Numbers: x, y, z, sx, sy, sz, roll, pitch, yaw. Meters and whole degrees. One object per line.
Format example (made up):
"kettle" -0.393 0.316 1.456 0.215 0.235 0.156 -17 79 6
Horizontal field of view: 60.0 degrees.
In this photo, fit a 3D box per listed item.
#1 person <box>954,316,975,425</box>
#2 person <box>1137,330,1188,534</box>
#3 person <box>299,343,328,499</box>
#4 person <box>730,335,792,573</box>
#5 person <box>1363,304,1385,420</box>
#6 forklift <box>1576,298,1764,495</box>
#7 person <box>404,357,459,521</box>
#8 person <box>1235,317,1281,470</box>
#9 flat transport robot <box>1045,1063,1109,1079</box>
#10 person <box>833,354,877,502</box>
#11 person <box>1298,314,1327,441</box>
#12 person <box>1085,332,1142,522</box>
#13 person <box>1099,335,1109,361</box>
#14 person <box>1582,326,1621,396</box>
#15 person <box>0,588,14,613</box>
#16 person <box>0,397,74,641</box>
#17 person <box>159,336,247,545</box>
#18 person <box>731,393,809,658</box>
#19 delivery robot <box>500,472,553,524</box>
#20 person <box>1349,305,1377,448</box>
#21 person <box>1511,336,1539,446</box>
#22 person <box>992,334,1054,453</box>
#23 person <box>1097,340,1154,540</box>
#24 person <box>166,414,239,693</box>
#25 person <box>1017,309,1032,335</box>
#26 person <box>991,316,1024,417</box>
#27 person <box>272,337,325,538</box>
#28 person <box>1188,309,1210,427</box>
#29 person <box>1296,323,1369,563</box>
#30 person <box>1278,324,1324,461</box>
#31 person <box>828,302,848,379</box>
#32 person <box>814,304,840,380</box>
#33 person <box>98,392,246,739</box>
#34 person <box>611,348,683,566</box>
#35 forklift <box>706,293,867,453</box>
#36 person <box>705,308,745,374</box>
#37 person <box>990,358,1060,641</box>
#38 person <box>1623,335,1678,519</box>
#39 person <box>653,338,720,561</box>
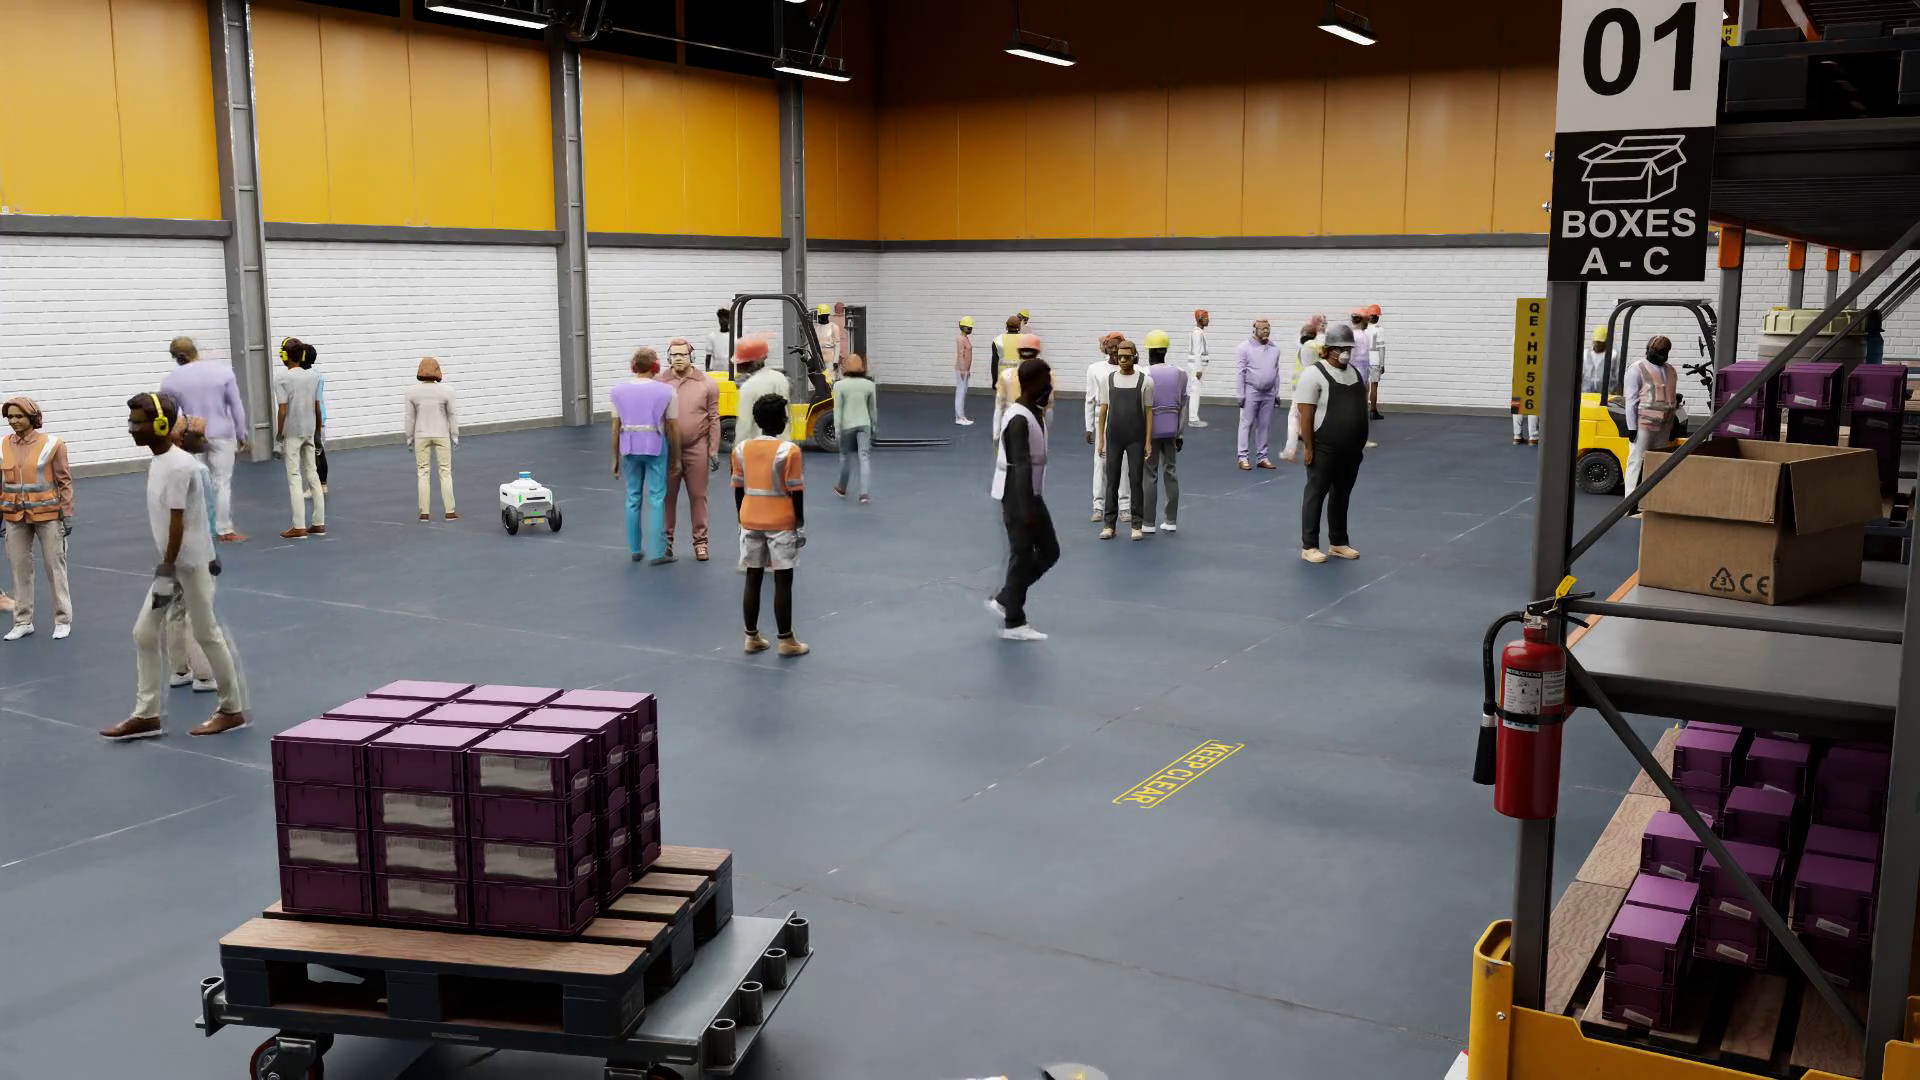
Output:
"person" 0.081 -2.749 27.058 0.327 1.761 0.522 2 9 10
"person" 1.866 -1.017 15.715 0.587 1.930 0.359 -4 10 -25
"person" -7.115 -1.300 18.209 0.318 1.697 0.535 -1 9 -4
"person" -1.609 -0.706 13.707 0.390 1.954 0.726 6 11 31
"person" 6.937 -2.997 28.048 0.362 1.935 0.553 -8 12 -42
"forklift" 7.954 -1.589 18.462 2.313 2.155 1.214 5 11 30
"person" -5.235 -0.996 16.507 0.507 1.631 0.265 -2 9 -12
"person" 3.753 -1.829 20.851 0.637 1.911 0.403 -4 10 -23
"flat transport robot" -0.153 1.659 4.173 1.431 0.197 0.652 -4 10 -24
"person" -1.139 -1.217 18.024 0.519 1.584 0.875 -3 10 -20
"person" 5.243 -2.369 24.337 0.850 1.876 0.642 -2 9 -15
"person" 1.524 -1.116 16.482 0.581 1.882 0.351 0 9 2
"person" 2.007 -1.933 22.360 0.315 1.630 0.529 1 9 5
"person" 8.798 -2.077 22.894 0.609 1.767 1.002 7 11 35
"person" -7.209 -0.441 11.849 0.838 2.020 0.625 -6 11 -35
"person" -6.212 -0.140 11.144 0.523 1.638 0.311 -1 9 -6
"person" -6.801 -0.873 14.950 0.716 1.897 0.377 -3 10 -18
"person" -1.215 -0.094 10.667 0.538 1.698 0.320 5 10 28
"delivery robot" -4.154 -0.409 15.904 0.477 0.478 0.707 -5 11 -30
"person" 5.480 -2.280 23.353 0.812 2.015 0.671 -2 9 -13
"person" 8.161 -2.310 23.755 0.364 1.939 0.636 -6 11 -33
"person" 0.611 -1.034 16.005 0.568 1.883 0.867 3 10 18
"person" 1.521 -0.916 15.345 0.514 1.845 0.338 2 9 13
"person" -4.524 0.079 9.786 0.523 1.636 0.311 7 11 36
"person" 1.220 -3.600 32.371 0.522 1.760 0.330 7 12 38
"person" 0.771 -2.337 24.229 0.636 1.842 0.429 0 9 2
"person" -6.163 -0.947 15.465 0.314 1.869 0.536 5 10 29
"person" 3.836 -2.762 26.744 0.337 1.882 0.584 1 9 8
"person" 3.224 -0.829 14.195 0.688 2.000 0.536 -6 11 -31
"person" 4.512 -1.919 21.806 0.679 1.793 0.703 7 11 36
"person" -2.332 -3.675 32.383 0.654 1.904 0.407 0 9 0
"person" -2.363 -3.196 29.330 0.589 1.924 0.383 8 12 42
"person" -4.162 0.158 8.656 0.810 1.838 0.541 -9 12 -43
"person" -2.636 -0.700 14.130 0.594 1.819 0.639 1 9 5
"forklift" -2.458 -2.344 23.176 2.313 2.155 1.214 0 9 -2
"person" -3.680 -2.687 26.174 0.618 1.932 0.954 0 9 3
"person" 0.446 -0.264 11.115 0.449 1.902 0.587 3 10 18
"person" 6.973 -1.137 16.758 0.622 1.839 0.429 -4 10 -25
"person" -2.369 -0.762 14.192 0.636 1.911 0.404 -1 9 -3
